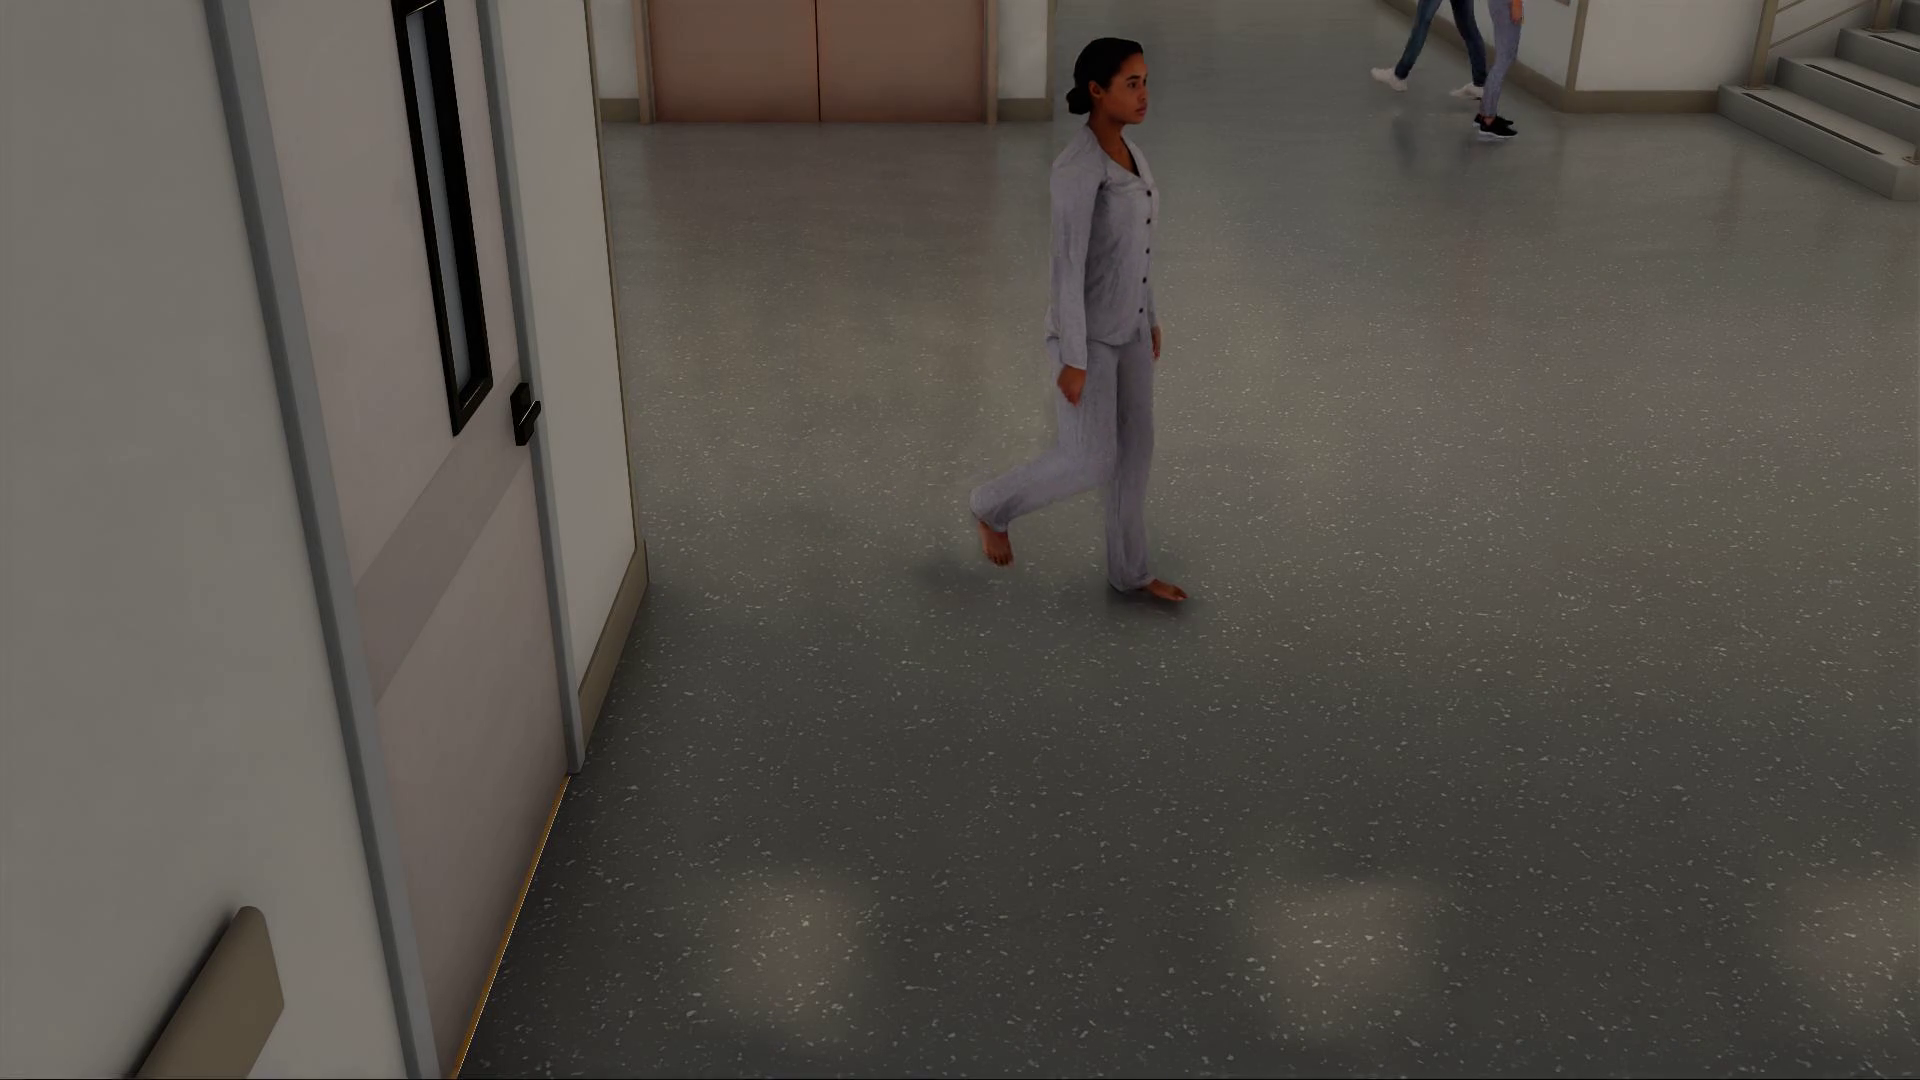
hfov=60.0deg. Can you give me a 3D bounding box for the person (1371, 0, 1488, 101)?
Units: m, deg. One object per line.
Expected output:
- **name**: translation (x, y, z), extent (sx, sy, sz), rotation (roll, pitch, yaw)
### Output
- **person**: translation (3.652, -4.072, 12.092), extent (1.260, 1.799, 1.279), rotation (-21, 33, -37)

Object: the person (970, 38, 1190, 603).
- **person**: translation (0.364, -0.634, 5.052), extent (1.073, 1.721, 0.930), rotation (14, 29, 27)

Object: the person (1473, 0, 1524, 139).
- **person**: translation (3.689, -3.633, 11.269), extent (0.618, 1.722, 0.623), rotation (9, 27, 18)
